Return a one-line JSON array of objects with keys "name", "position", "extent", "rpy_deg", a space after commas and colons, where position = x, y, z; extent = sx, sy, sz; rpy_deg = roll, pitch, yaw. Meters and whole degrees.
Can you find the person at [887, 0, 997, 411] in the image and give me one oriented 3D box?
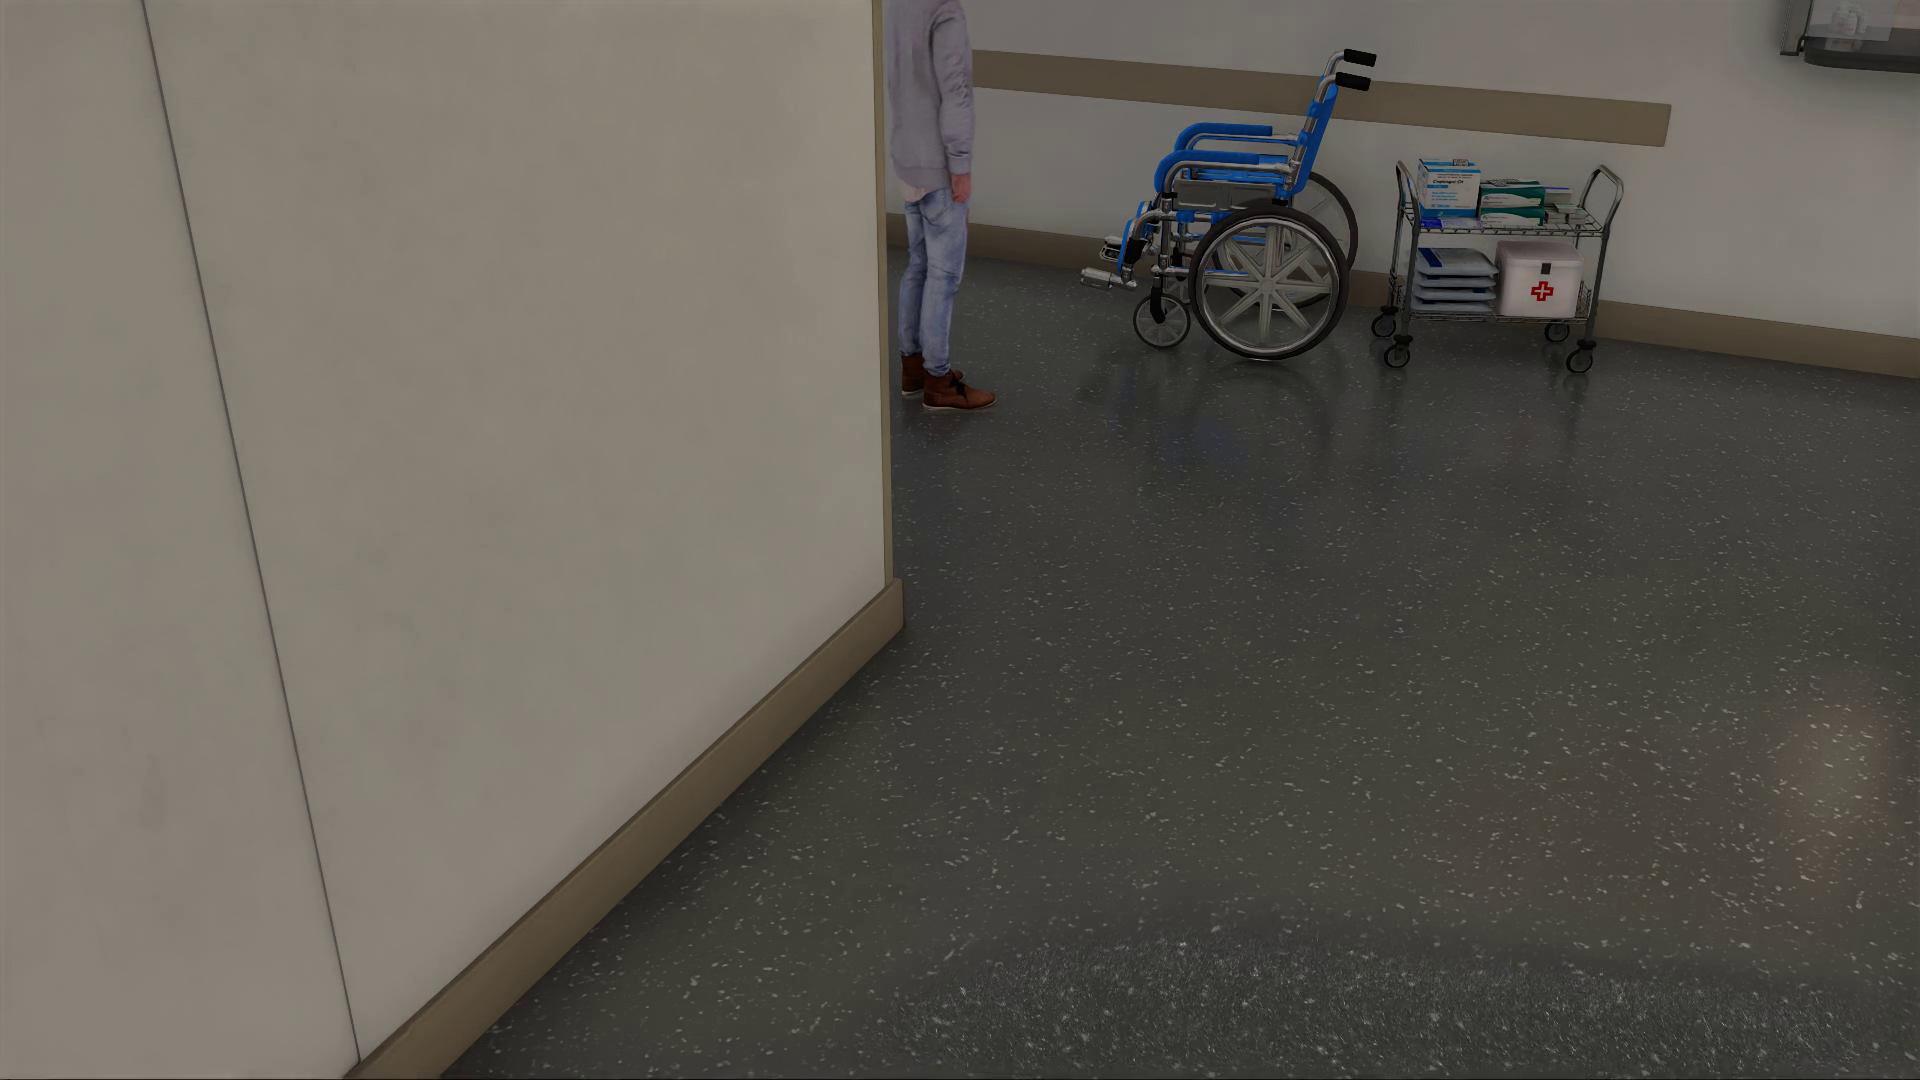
[{"name": "person", "position": [-0.090, -1.393, 6.076], "extent": [0.795, 1.839, 0.752], "rpy_deg": [-11, 28, -22]}]
